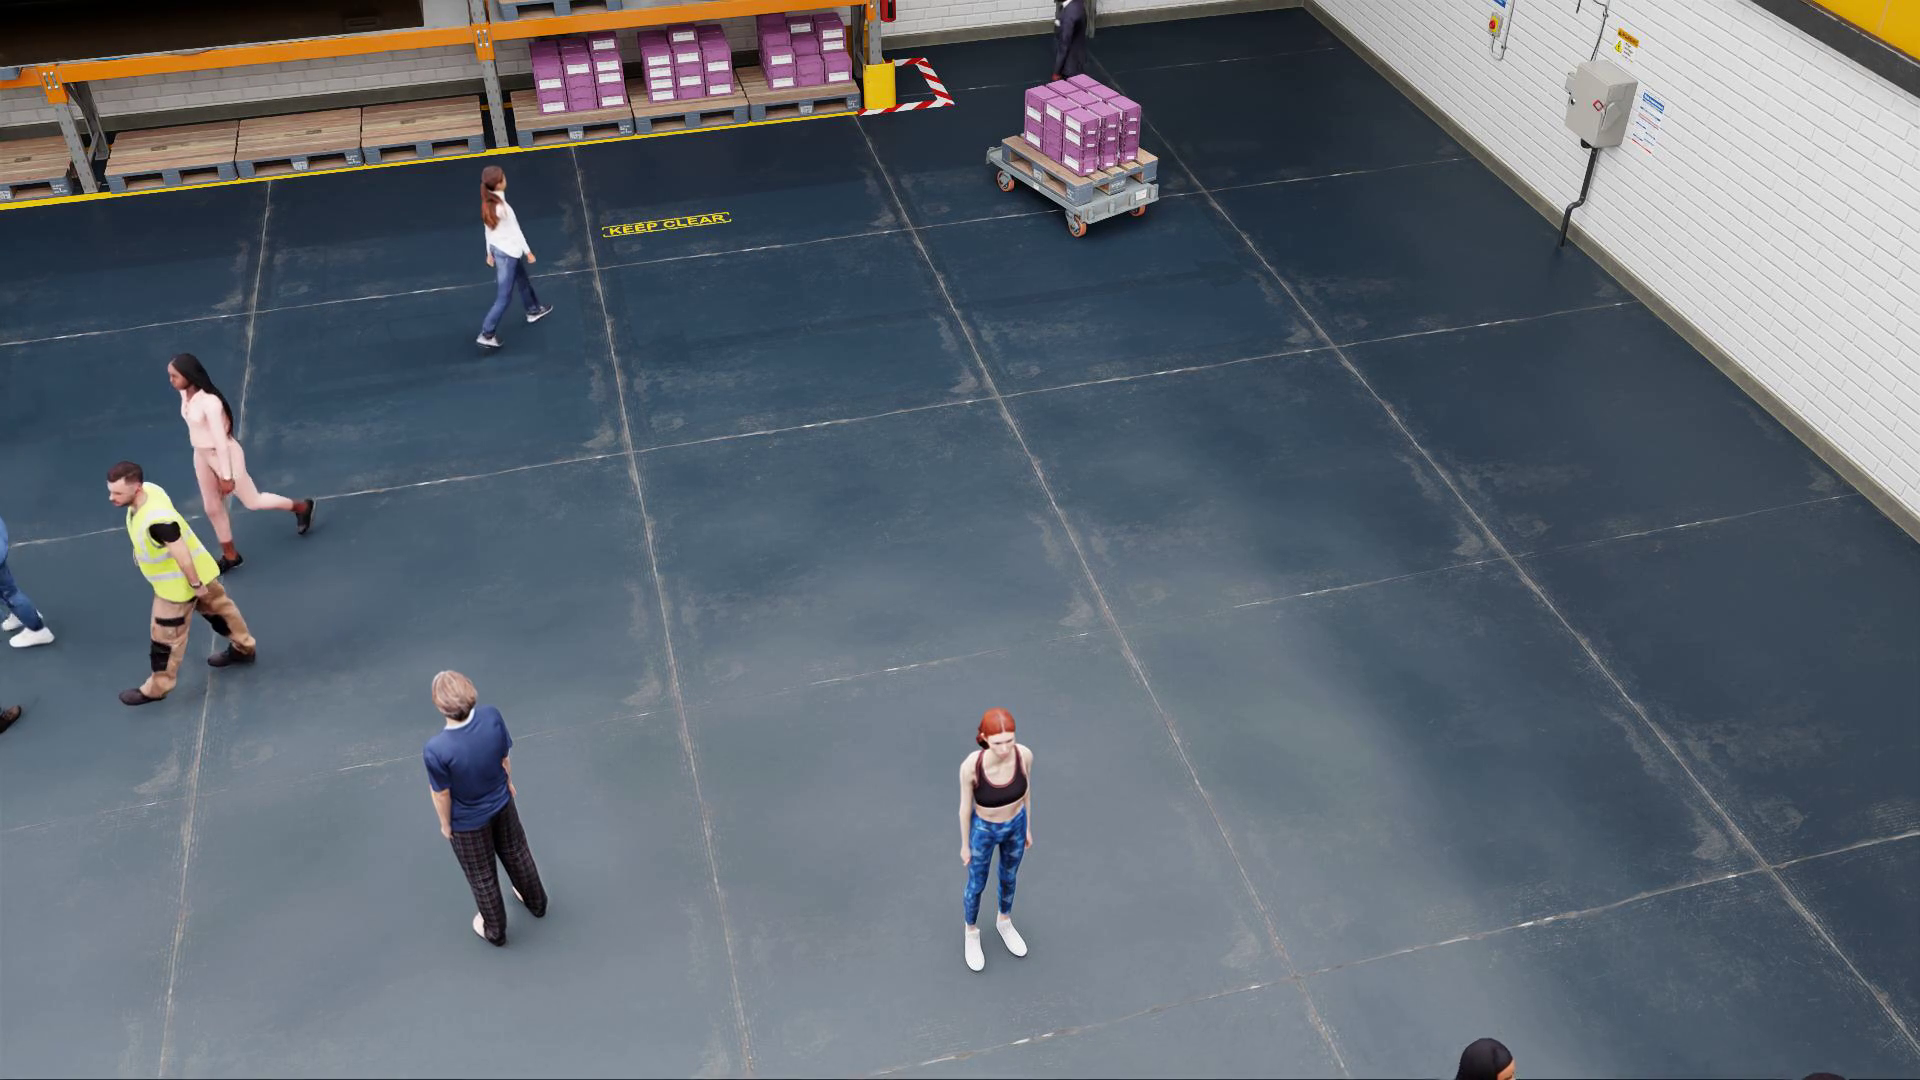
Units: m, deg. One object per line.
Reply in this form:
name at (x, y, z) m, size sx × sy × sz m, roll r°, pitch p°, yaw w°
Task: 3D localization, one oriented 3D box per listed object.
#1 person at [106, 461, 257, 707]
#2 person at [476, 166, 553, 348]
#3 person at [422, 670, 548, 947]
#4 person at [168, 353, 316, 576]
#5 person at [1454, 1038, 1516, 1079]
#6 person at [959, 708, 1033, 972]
person at (-4.859, 0.203, 10.501) m, size 1.167 × 1.794 × 0.875 m, roll -17°, pitch 42°, yaw -20°
person at (-3.857, -2.340, 13.903) m, size 0.896 × 1.523 × 1.112 m, roll 30°, pitch 47°, yaw 32°
person at (-2.559, 1.435, 8.899) m, size 0.790 × 1.868 × 0.692 m, roll 26°, pitch 45°, yaw 29°
person at (-5.042, -0.568, 11.544) m, size 1.051 × 1.698 × 1.187 m, roll 24°, pitch 44°, yaw 27°
person at (2.199, 2.725, 7.493) m, size 0.891 × 1.606 × 0.840 m, roll 23°, pitch 44°, yaw 26°
person at (0.190, 1.566, 8.802) m, size 0.550 × 1.785 × 0.648 m, roll -14°, pitch 41°, yaw -17°
